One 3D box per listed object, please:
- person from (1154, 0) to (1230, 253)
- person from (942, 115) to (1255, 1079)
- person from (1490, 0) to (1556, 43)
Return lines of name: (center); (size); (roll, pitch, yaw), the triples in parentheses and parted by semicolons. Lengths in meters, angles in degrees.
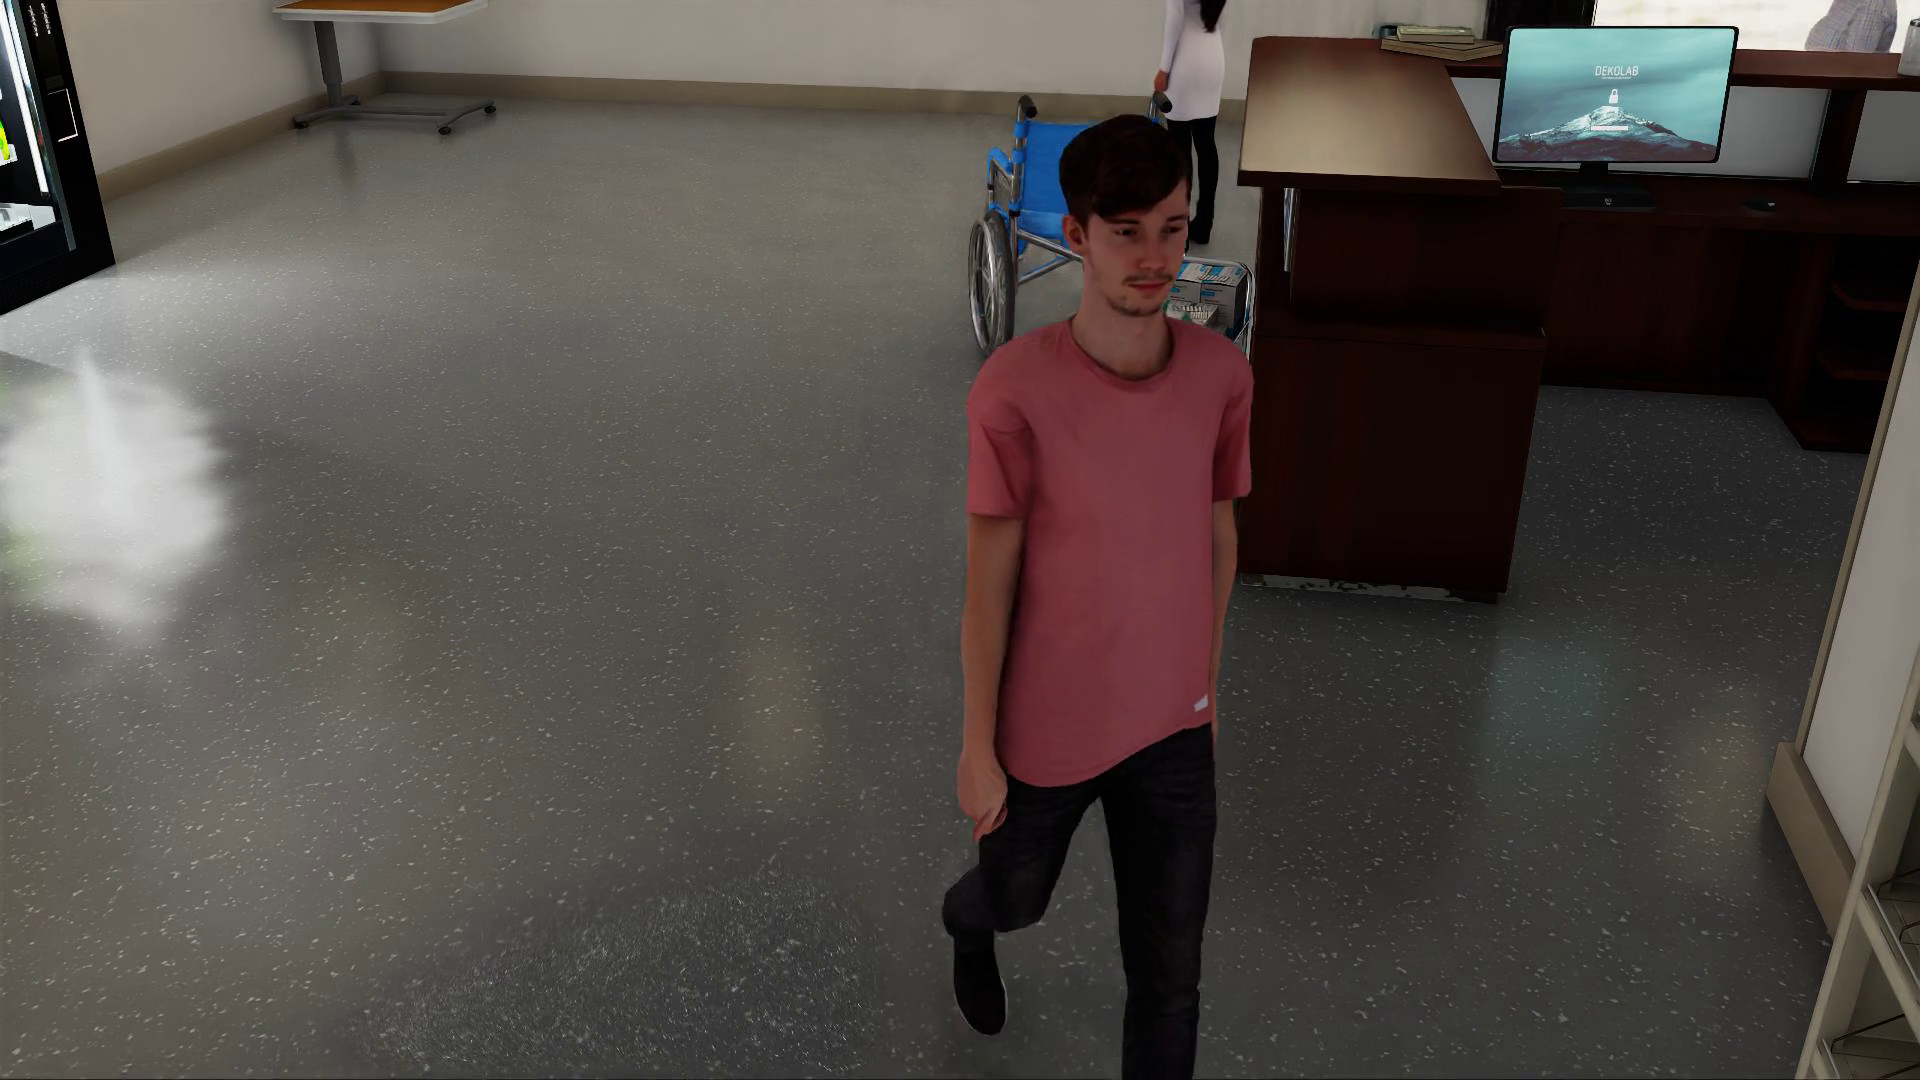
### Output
person: (1.185, -2.384, 8.436); (0.662, 1.810, 0.750); (-22, 33, -38)
person: (0.189, 0.269, 2.802); (1.033, 1.925, 1.301); (-8, 27, -15)
person: (2.827, -2.528, 8.659); (0.888, 1.875, 1.042); (10, 27, 19)
